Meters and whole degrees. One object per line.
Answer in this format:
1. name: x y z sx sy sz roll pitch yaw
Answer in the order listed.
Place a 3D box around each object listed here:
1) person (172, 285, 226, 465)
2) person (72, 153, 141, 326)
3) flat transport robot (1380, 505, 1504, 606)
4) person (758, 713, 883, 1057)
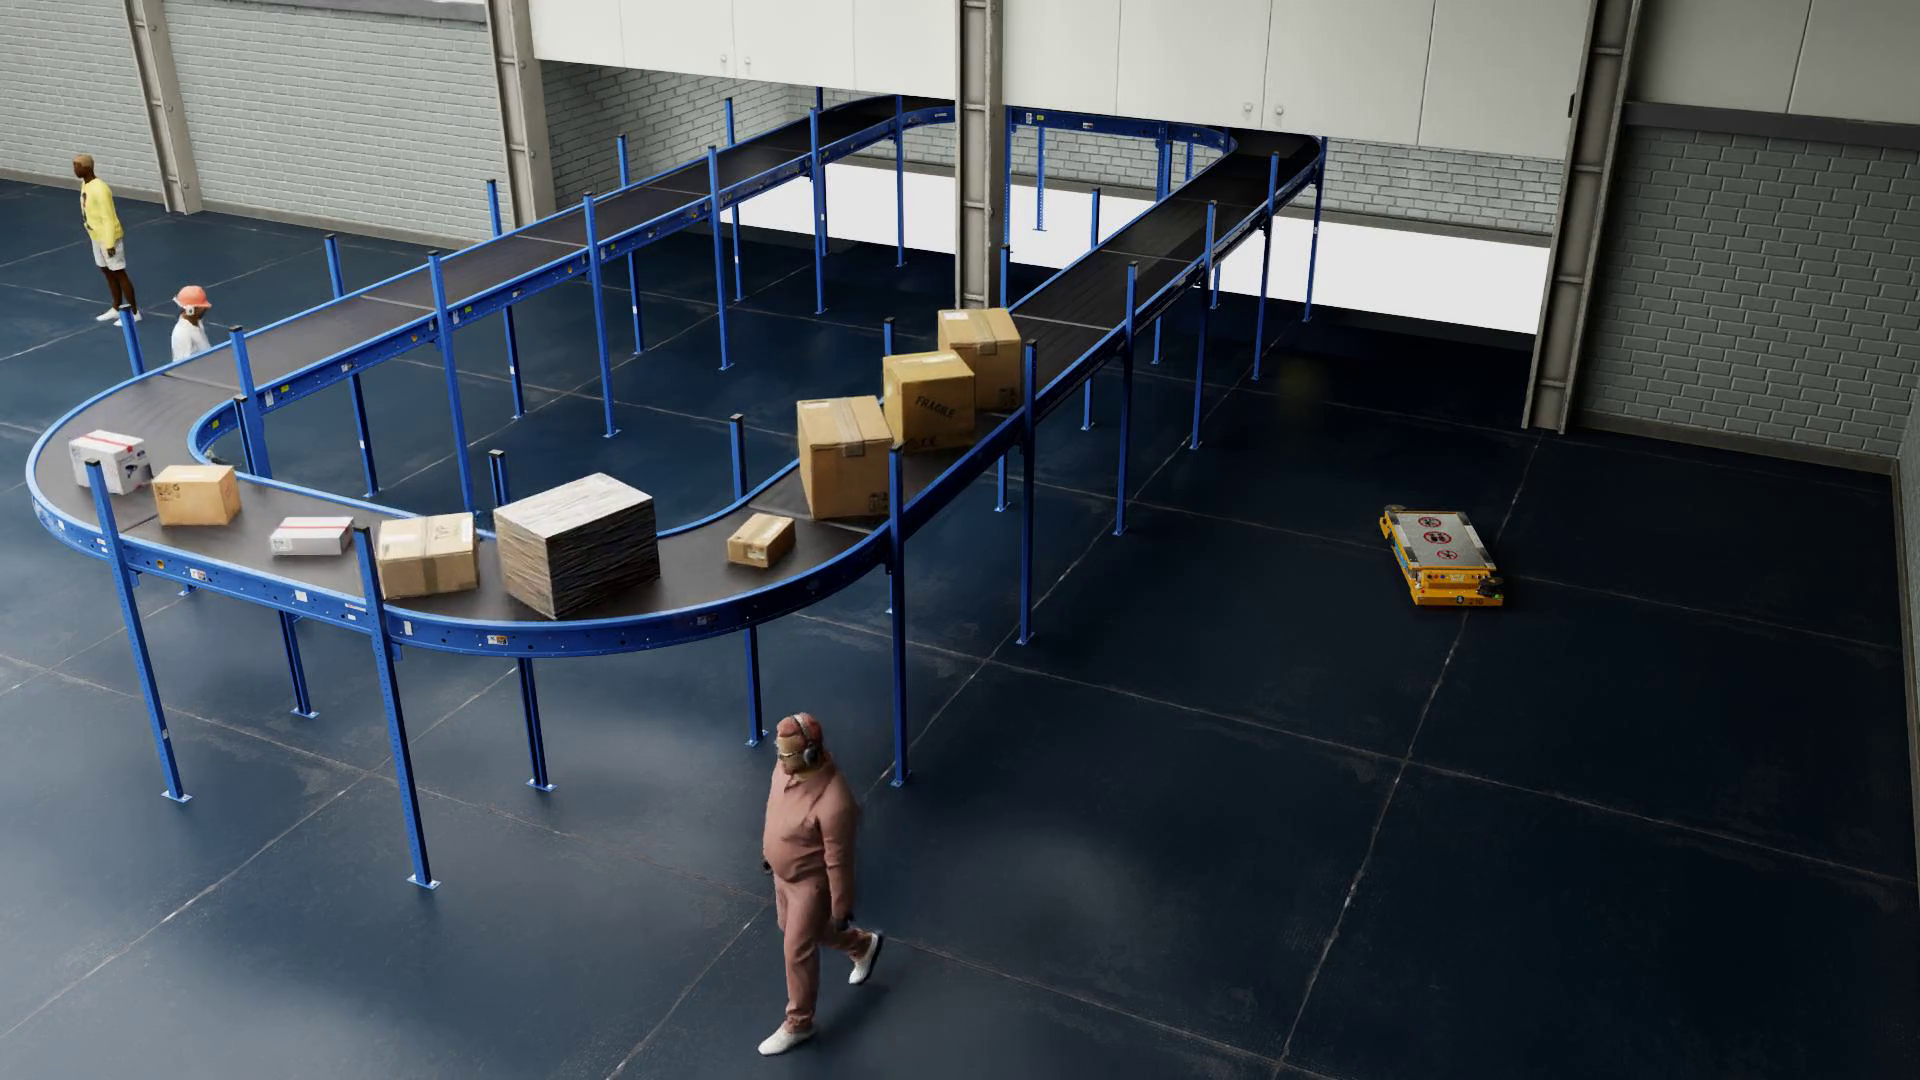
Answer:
1. person: -6.655 -1.375 14.603 0.405 1.728 0.610 -5 27 -10
2. person: -9.428 -3.314 18.323 0.553 1.897 0.375 23 34 38
3. flat transport robot: 3.817 0.115 13.244 0.659 0.231 1.431 1 26 1
4. person: -0.717 1.659 8.321 0.732 1.881 0.660 -14 30 -26
